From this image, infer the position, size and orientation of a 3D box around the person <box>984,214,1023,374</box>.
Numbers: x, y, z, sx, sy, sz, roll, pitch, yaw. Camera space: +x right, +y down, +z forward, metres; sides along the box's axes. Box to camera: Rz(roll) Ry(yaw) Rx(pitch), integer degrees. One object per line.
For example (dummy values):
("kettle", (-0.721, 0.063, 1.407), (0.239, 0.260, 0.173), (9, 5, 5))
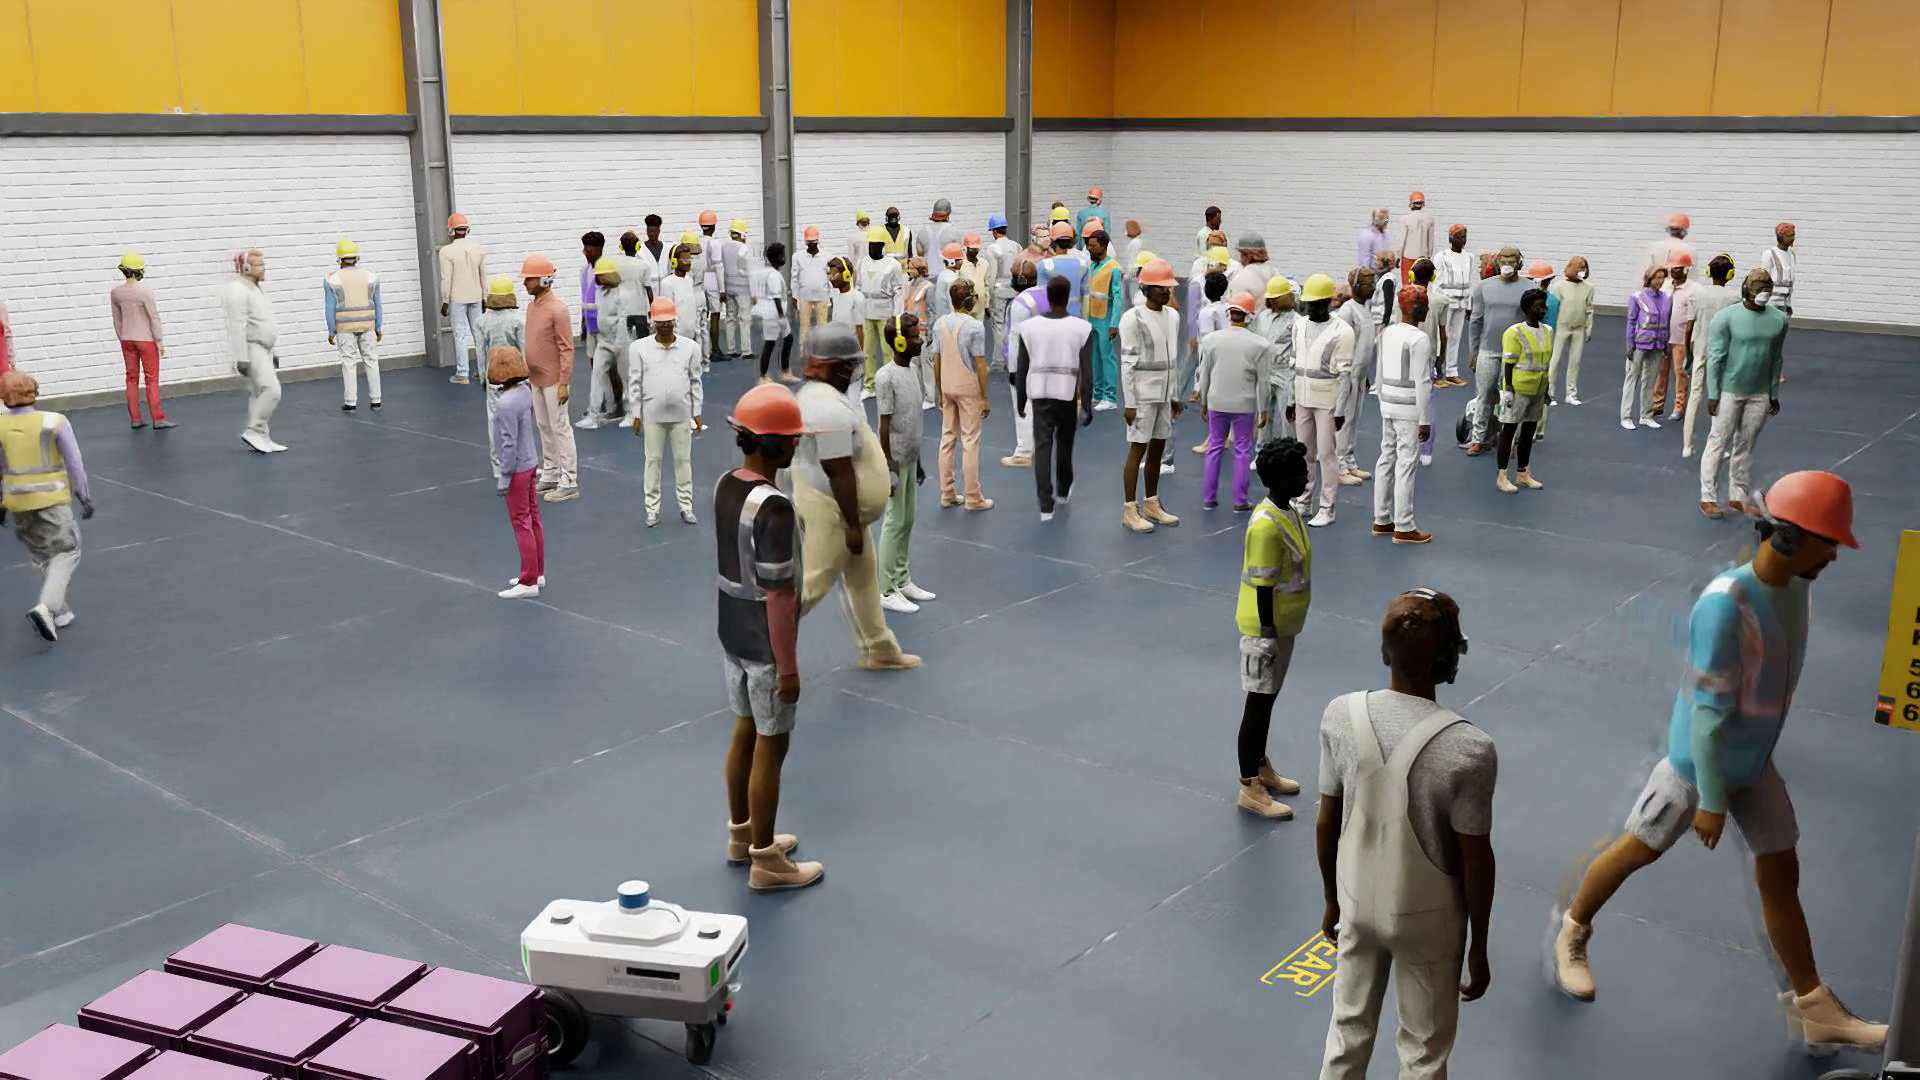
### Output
("person", (0.504, -3.019, 20.446), (0.402, 1.937, 0.604), (13, 19, 41))

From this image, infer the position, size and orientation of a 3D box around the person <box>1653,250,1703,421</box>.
("person", (7.366, -2.108, 17.179), (0.339, 1.749, 0.573), (-9, 16, -31))

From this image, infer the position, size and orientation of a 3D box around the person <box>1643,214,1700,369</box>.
("person", (8.768, -3.015, 20.438), (1.044, 1.935, 0.639), (-12, 18, -39))

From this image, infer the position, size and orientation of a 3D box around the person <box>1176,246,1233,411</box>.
("person", (2.580, -2.194, 17.491), (0.610, 1.785, 0.940), (-9, 17, -33))

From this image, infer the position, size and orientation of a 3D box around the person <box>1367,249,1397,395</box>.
("person", (4.791, -2.461, 18.817), (0.315, 1.641, 0.515), (2, 14, 6))

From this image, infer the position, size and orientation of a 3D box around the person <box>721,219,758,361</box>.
("person", (-2.855, -3.224, 21.501), (0.594, 1.825, 0.403), (9, 17, 33))

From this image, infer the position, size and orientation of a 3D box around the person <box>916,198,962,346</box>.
("person", (-0.223, -3.613, 22.612), (0.678, 2.000, 0.537), (7, 16, 27))

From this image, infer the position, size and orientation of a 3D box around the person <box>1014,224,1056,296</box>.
("person", (0.915, -2.637, 18.985), (0.638, 1.909, 0.408), (-12, 18, -40))

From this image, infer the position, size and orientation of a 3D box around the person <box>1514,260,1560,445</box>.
("person", (5.480, -1.783, 15.881), (0.325, 1.752, 0.563), (11, 18, 37))

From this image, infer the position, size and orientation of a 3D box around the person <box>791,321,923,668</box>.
("person", (-0.737, -0.222, 9.059), (1.013, 2.000, 0.684), (-2, 14, -8))

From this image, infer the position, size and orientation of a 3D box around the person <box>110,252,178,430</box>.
("person", (-8.209, -1.986, 16.669), (0.522, 1.768, 0.312), (3, 14, 13))

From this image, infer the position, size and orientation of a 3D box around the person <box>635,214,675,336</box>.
("person", (-3.705, -2.979, 20.239), (0.608, 1.959, 0.382), (-8, 16, -29))

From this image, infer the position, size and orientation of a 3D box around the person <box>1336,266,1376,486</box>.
("person", (3.360, -1.395, 14.145), (0.345, 1.847, 0.504), (8, 16, 30))

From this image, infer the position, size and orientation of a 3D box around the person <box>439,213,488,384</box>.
("person", (-5.865, -2.849, 19.650), (0.386, 1.992, 0.625), (11, 18, 38))

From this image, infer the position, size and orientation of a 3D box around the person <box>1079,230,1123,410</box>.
("person", (1.526, -2.357, 17.841), (0.371, 1.916, 0.597), (-8, 16, -28))

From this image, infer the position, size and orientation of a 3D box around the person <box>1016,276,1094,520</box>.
("person", (0.740, -1.129, 13.041), (0.612, 1.863, 0.993), (2, 14, 7))

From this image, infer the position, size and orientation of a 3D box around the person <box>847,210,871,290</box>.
("person", (-1.430, -4.027, 24.823), (0.525, 1.770, 0.307), (-5, 15, -20))

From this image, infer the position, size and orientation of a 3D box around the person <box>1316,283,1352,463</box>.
("person", (3.379, -1.466, 14.854), (0.315, 1.636, 0.515), (-2, 14, -6))

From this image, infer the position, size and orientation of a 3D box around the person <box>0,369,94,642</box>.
("person", (-5.468, -0.204, 9.850), (0.547, 1.613, 0.685), (-2, 14, -8))

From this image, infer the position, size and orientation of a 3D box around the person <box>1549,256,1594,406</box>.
("person", (6.638, -2.271, 18.098), (0.504, 1.628, 0.279), (-2, 14, -8))

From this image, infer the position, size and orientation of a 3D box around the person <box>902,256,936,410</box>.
("person", (-0.438, -2.215, 17.839), (0.308, 1.639, 0.523), (-9, 17, -33))

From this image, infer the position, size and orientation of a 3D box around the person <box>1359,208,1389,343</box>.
("person", (5.726, -3.631, 22.999), (0.409, 1.895, 0.658), (11, 18, 38))

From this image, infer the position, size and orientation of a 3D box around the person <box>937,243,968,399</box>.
("person", (-0.082, -2.366, 18.210), (0.329, 1.751, 0.571), (-3, 14, -13))

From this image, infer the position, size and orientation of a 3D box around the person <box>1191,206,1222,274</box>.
("person", (3.422, -3.658, 23.067), (0.392, 1.910, 0.588), (6, 15, 23))

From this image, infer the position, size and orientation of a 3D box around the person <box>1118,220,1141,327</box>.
("person", (2.506, -3.945, 24.795), (0.540, 1.613, 0.526), (-2, 14, -7))

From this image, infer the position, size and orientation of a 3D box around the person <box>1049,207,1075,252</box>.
("person", (1.364, -3.524, 22.485), (0.362, 1.928, 0.587), (3, 14, 14))

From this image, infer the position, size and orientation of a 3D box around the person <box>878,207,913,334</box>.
("person", (-0.982, -3.928, 24.278), (0.622, 1.844, 0.429), (-3, 14, -14))

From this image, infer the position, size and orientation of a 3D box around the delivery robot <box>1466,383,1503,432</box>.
("delivery robot", (5.157, -1.278, 16.103), (0.477, 0.478, 0.707), (9, 16, 31))

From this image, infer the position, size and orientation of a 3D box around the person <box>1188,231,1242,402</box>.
("person", (2.777, -2.435, 18.227), (0.576, 1.882, 0.355), (6, 15, 22))

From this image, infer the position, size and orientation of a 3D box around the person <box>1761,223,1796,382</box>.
("person", (9.654, -2.798, 19.675), (0.573, 1.883, 0.355), (-9, 17, -33))

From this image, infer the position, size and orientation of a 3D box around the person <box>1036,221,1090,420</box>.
("person", (1.028, -2.244, 17.134), (0.615, 2.041, 0.385), (-6, 15, -24))

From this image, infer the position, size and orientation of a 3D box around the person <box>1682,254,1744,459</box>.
("person", (6.868, -1.665, 15.175), (0.508, 1.872, 0.328), (11, 18, 38))

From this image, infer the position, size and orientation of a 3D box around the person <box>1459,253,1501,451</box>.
("person", (4.962, -1.757, 15.588), (0.377, 1.844, 0.570), (9, 16, 31))

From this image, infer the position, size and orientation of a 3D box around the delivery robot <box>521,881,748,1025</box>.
("delivery robot", (-1.070, 1.372, 5.514), (0.707, 0.478, 0.477), (3, 14, 11))

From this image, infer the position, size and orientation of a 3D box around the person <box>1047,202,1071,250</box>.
("person", (1.774, -5.295, 30.146), (0.513, 1.641, 0.309), (9, 17, 33))

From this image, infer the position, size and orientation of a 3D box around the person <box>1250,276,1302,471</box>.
("person", (2.747, -1.428, 14.502), (0.483, 1.736, 0.312), (14, 19, 43))

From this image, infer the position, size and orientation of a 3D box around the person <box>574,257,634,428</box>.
("person", (-3.534, -1.945, 16.609), (0.494, 1.711, 0.789), (9, 16, 31))

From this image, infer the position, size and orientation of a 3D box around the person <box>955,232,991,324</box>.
("person", (0.140, -2.815, 20.004), (0.573, 1.749, 0.343), (-9, 17, -33))

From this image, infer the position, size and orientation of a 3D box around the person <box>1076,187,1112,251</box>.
("person", (2.233, -4.857, 27.673), (0.622, 1.992, 0.394), (7, 16, 25))

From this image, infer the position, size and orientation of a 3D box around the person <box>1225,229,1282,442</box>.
("person", (2.767, -1.966, 16.031), (0.688, 2.000, 0.536), (-14, 19, -43))
